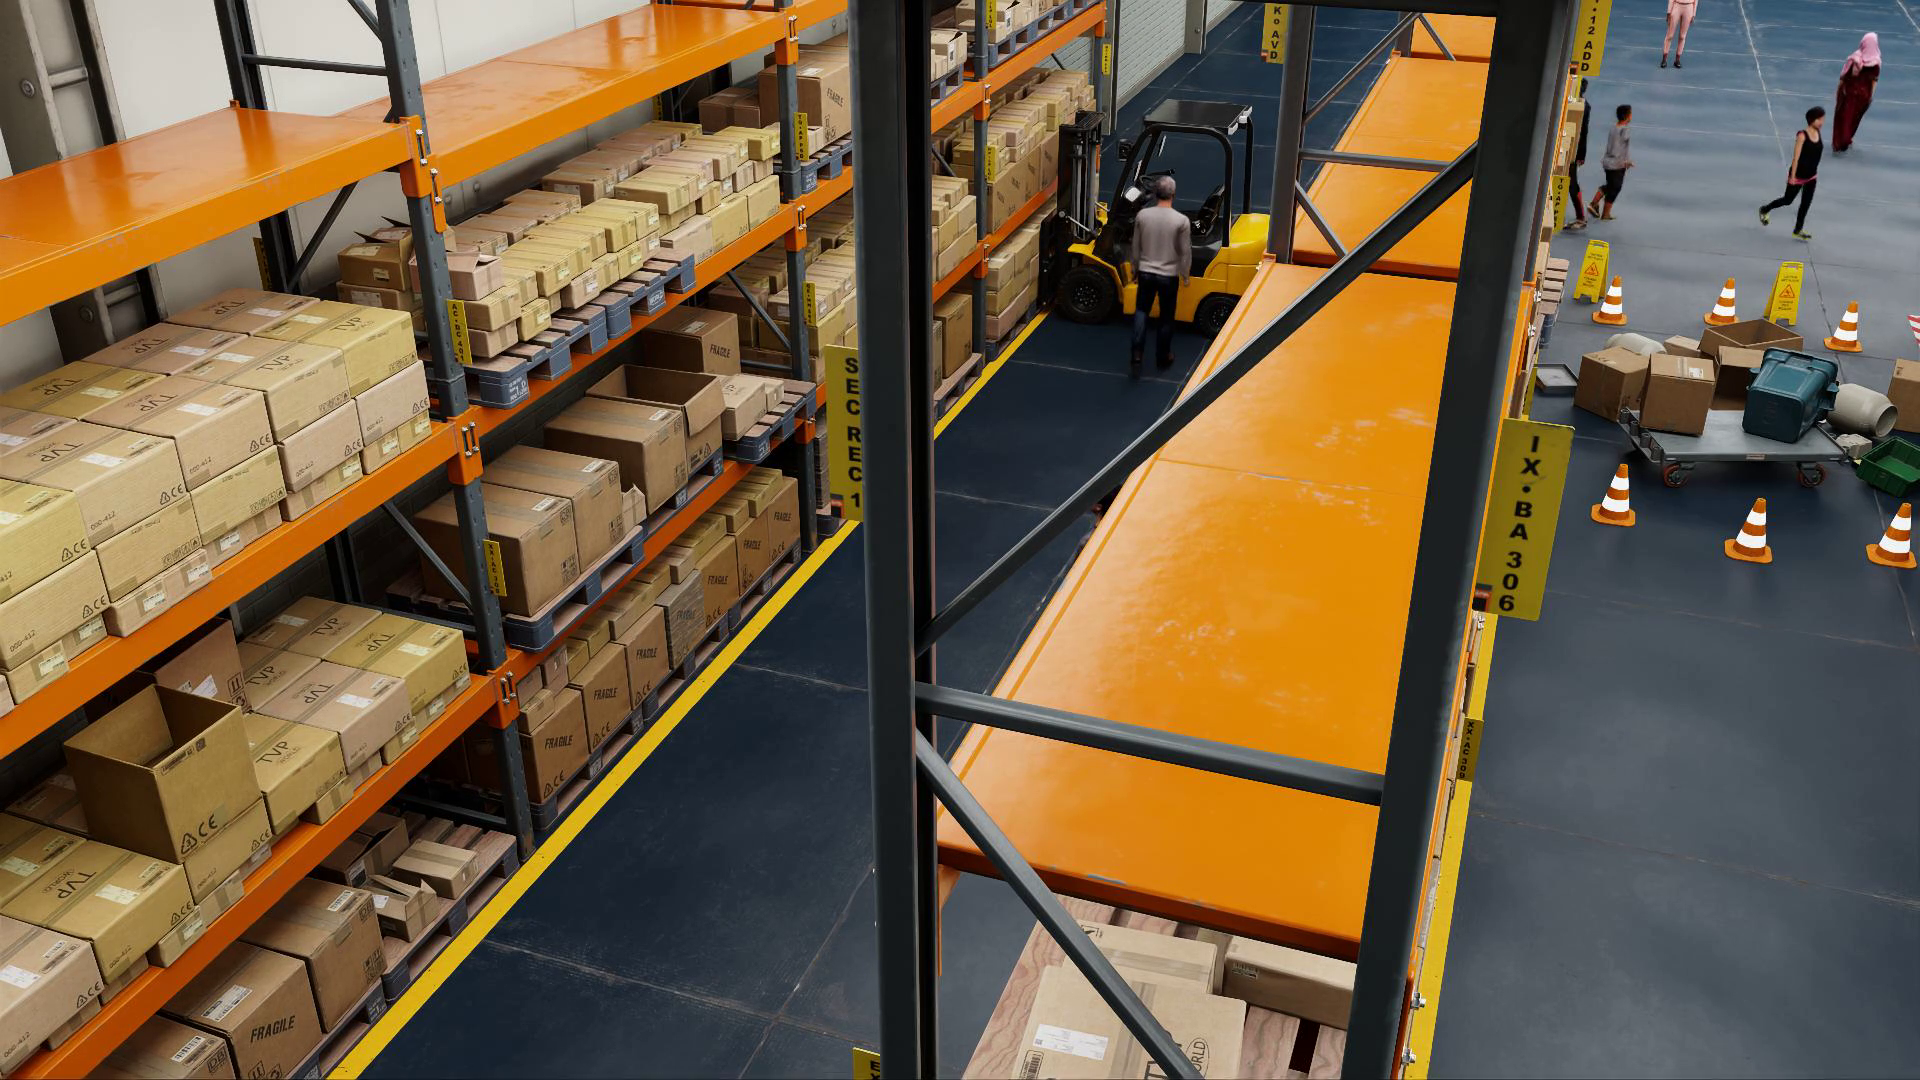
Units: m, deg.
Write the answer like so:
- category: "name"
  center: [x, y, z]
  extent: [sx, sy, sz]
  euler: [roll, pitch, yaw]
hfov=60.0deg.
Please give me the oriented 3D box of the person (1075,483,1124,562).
- category: "person"
  center: [0.883, 0.444, 10.373]
  extent: [0.804, 1.843, 0.623]
  euler: [21, 35, 34]

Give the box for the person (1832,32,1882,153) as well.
- category: "person"
  center: [12.405, -6.166, 23.042]
  extent: [0.690, 1.601, 1.059]
  euler: [7, 29, 12]

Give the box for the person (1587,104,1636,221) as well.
- category: "person"
  center: [7.969, -4.648, 20.368]
  extent: [0.824, 1.436, 0.762]
  euler: [-7, 29, -13]

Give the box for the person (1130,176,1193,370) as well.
- category: "person"
  center: [1.880, -2.499, 15.843]
  extent: [0.783, 1.896, 0.877]
  euler: [13, 31, 24]

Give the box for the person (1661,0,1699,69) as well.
- category: "person"
  center: [12.093, -8.819, 27.896]
  extent: [0.652, 1.722, 0.597]
  euler: [4, 28, 8]

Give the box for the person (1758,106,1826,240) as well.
- category: "person"
  center: [9.943, -4.373, 19.749]
  extent: [0.927, 1.533, 0.956]
  euler: [-15, 32, -26]
